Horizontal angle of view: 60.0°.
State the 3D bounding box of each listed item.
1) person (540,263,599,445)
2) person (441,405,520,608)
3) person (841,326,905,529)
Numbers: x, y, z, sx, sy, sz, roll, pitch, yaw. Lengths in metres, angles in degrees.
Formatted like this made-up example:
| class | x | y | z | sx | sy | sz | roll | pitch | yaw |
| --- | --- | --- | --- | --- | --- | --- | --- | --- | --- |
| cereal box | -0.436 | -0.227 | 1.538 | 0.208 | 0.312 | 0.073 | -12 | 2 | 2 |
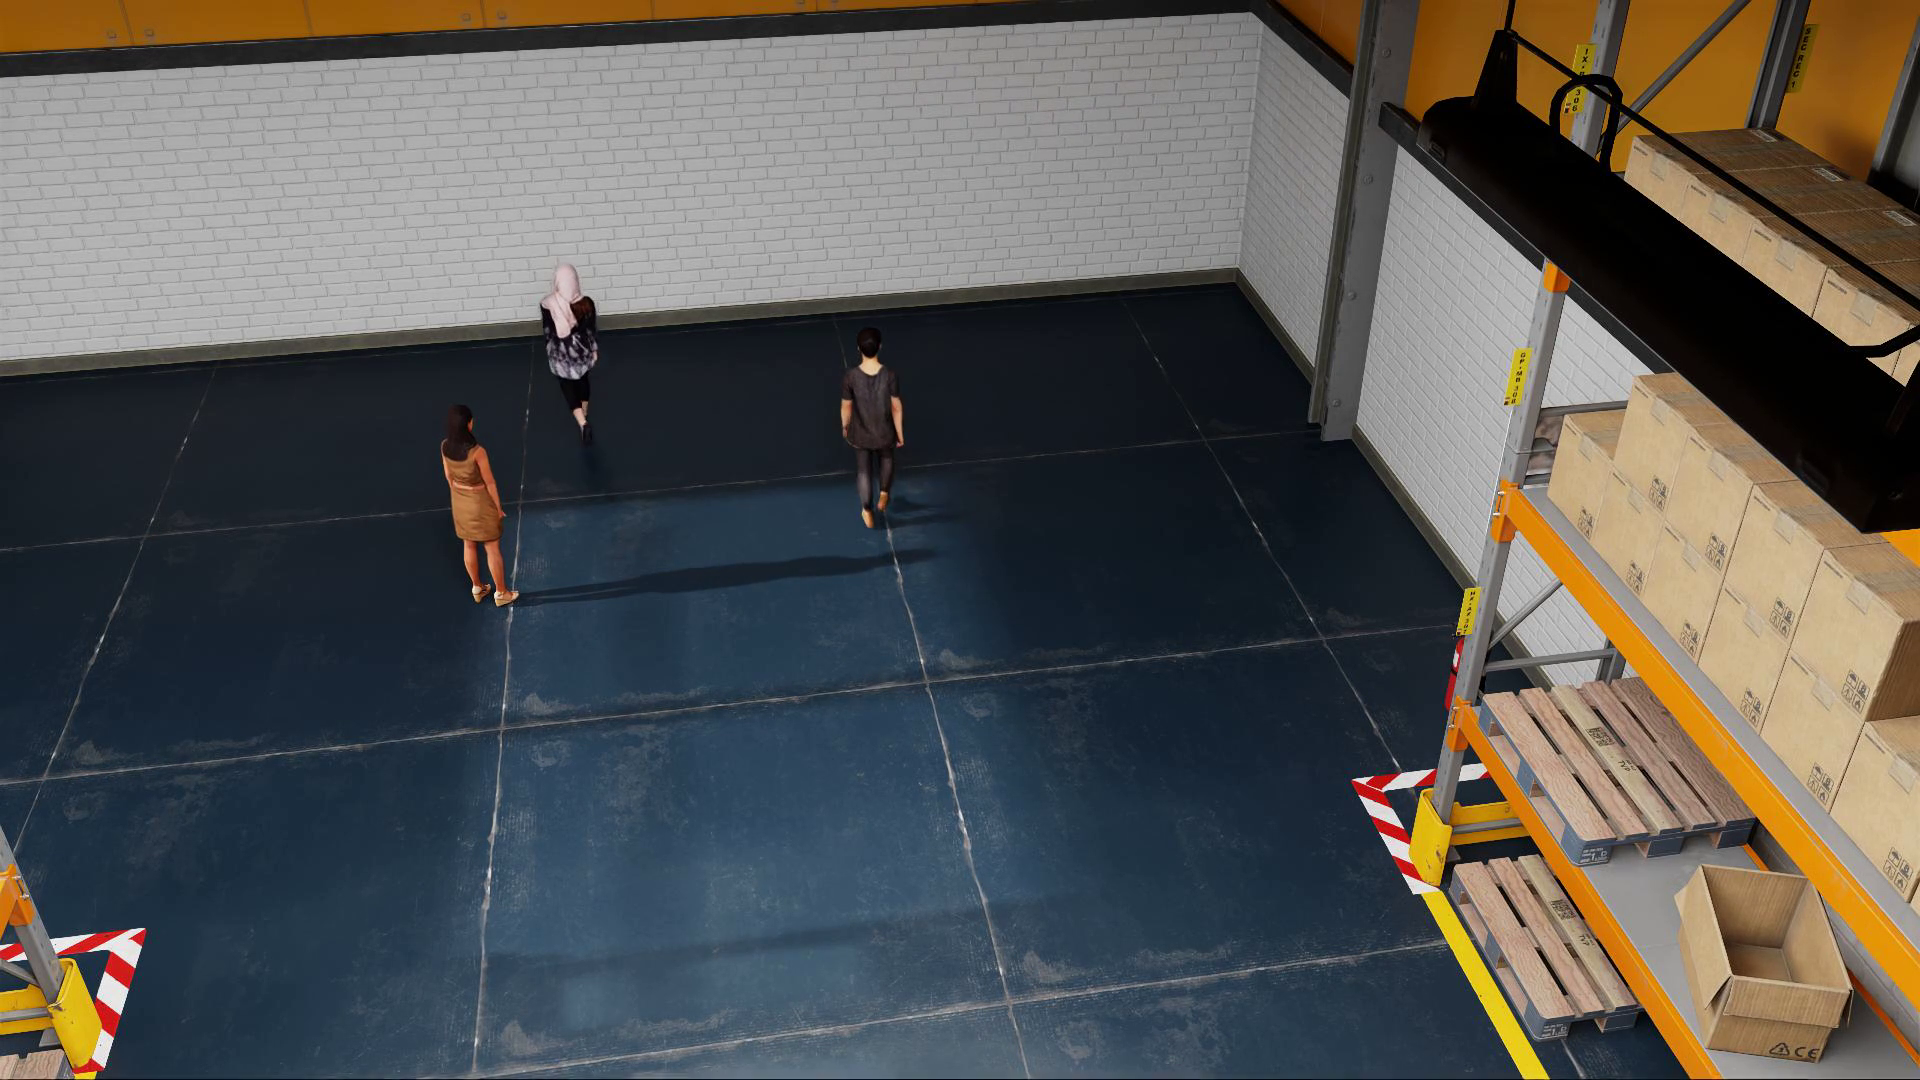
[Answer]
| class | x | y | z | sx | sy | sz | roll | pitch | yaw |
| --- | --- | --- | --- | --- | --- | --- | --- | --- | --- |
| person | -3.373 | -1.609 | 14.523 | 0.779 | 1.607 | 1.090 | -13 | 36 | -18 |
| person | -3.615 | -0.248 | 12.404 | 0.647 | 1.686 | 0.669 | 13 | 36 | 19 |
| person | -0.702 | -0.858 | 13.313 | 0.690 | 1.697 | 0.767 | -3 | 34 | -4 |
